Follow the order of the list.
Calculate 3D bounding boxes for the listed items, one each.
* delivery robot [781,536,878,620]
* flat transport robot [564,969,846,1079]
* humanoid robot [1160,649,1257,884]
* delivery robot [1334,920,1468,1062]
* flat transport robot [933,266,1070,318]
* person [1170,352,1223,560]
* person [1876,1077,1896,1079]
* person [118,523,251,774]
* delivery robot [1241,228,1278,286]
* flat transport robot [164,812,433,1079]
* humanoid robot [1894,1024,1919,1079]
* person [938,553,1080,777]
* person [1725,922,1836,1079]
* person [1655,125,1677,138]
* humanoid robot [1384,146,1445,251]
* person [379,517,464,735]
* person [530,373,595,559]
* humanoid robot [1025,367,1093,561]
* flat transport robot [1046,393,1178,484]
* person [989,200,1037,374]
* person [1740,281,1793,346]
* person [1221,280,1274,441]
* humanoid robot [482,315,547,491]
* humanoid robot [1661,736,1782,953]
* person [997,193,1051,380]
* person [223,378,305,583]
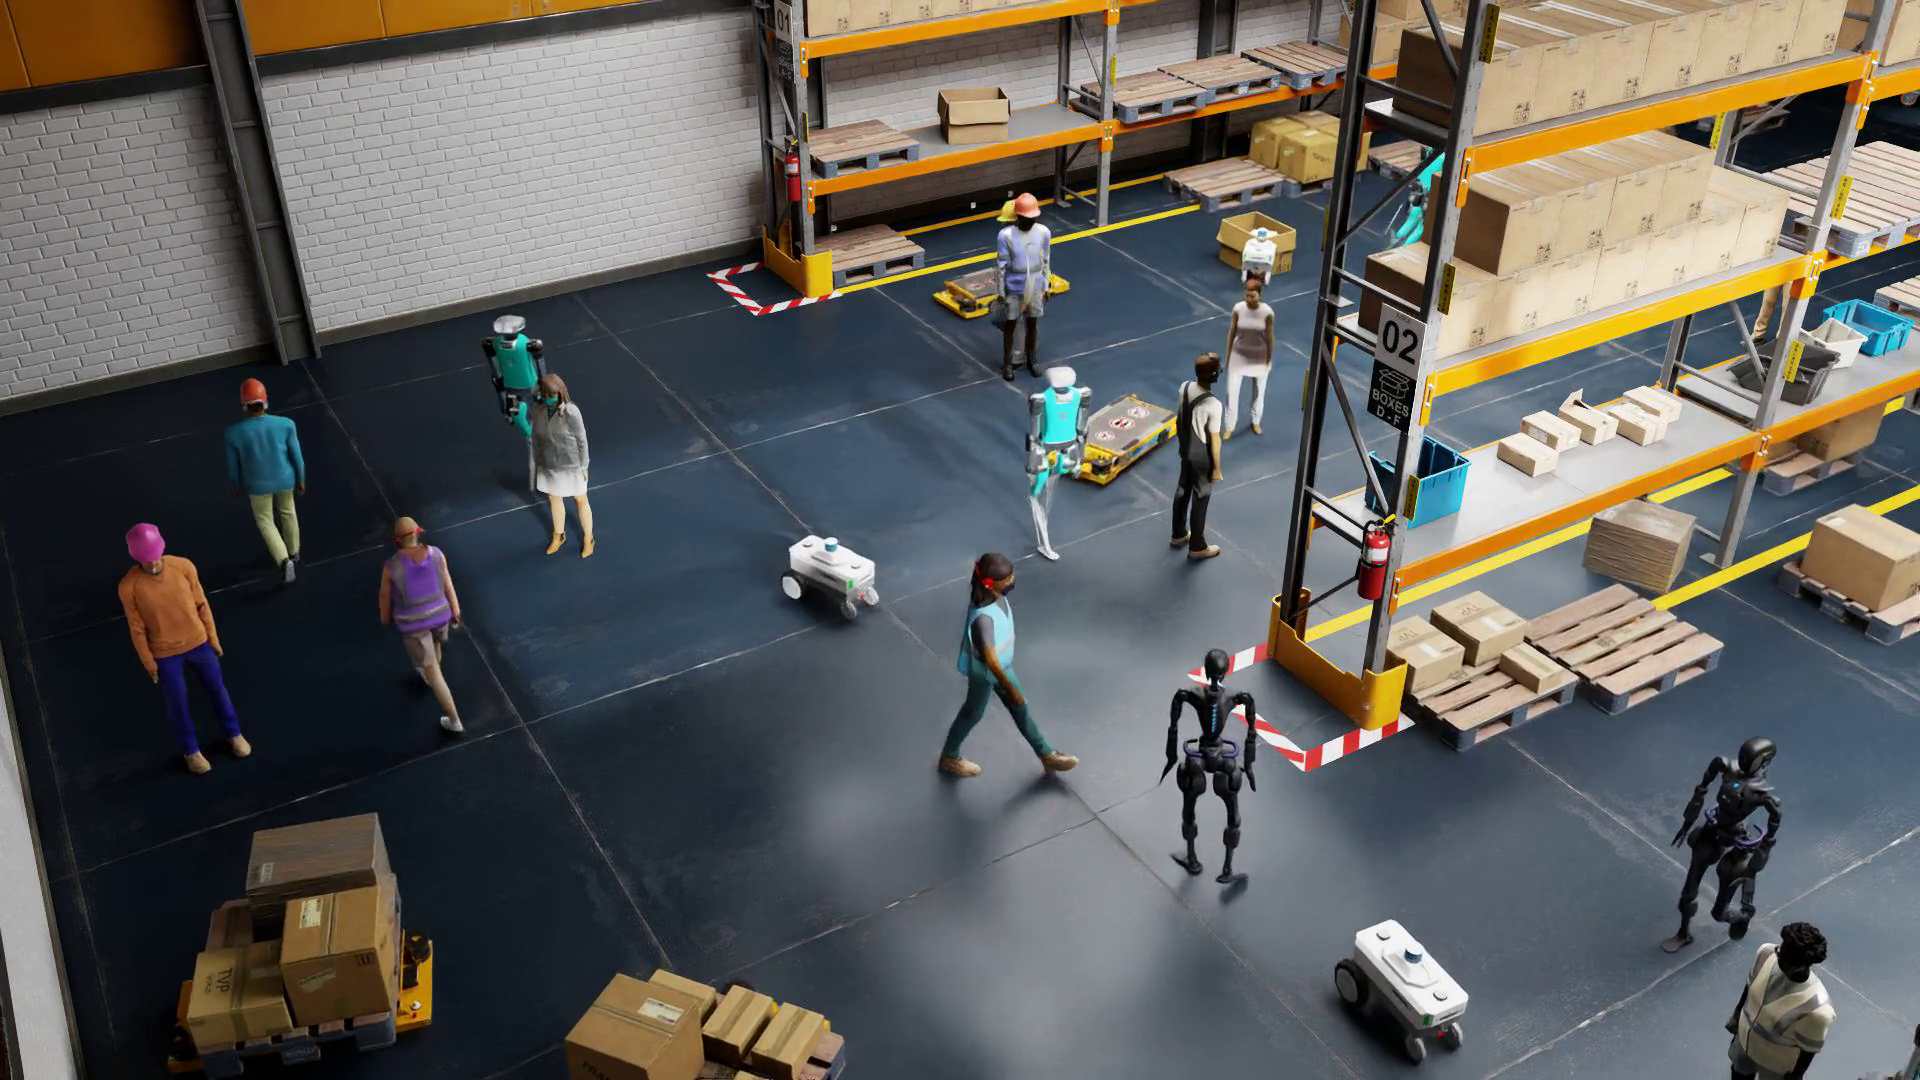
[{"bbox_3d":[-1.055,0.257,13.423,0.790,0.614,0.499,23,39,32],"label":"delivery robot"},{"bbox_3d":[-1.332,3.068,9.191,0.659,0.231,1.431,13,34,20],"label":"flat transport robot"},{"bbox_3d":[1.576,1.451,10.452,0.609,1.646,0.474,3,32,4],"label":"humanoid robot"},{"bbox_3d":[2.593,2.580,9.713,0.499,0.608,0.786,-14,35,-21],"label":"delivery robot"},{"bbox_3d":[0.464,-2.818,18.578,1.431,0.231,0.659,-20,37,-29],"label":"flat transport robot"},{"bbox_3d":[1.977,-0.699,13.716,0.333,1.843,0.515,-17,36,-25],"label":"person"},{"bbox_3d":[4.062,3.130,7.612,0.982,1.846,0.538,19,37,27],"label":"person"},{"bbox_3d":[-5.325,0.724,11.332,0.517,1.971,0.404,-24,39,-33],"label":"person"},{"bbox_3d":[3.439,-3.286,19.038,0.499,0.577,0.769,8,33,13],"label":"delivery robot"},{"bbox_3d":[-3.856,2.696,9.784,1.431,0.231,0.659,-8,33,-12],"label":"flat transport robot"},{"bbox_3d":[4.494,3.044,7.879,0.831,1.802,0.530,-24,39,-33],"label":"humanoid robot"},{"bbox_3d":[0.309,0.896,11.205,1.023,1.805,0.501,10,33,16],"label":"person"},{"bbox_3d":[4.170,2.612,8.580,0.319,1.691,0.535,-7,33,-11],"label":"person"},{"bbox_3d":[9.004,-5.348,21.175,0.984,1.784,0.589,11,34,16],"label":"person"},{"bbox_3d":[5.013,-3.577,18.426,0.699,1.806,0.543,-13,34,-20],"label":"humanoid robot"},{"bbox_3d":[-3.869,0.552,11.907,0.482,1.638,0.916,-27,41,-36],"label":"person"},{"bbox_3d":[-3.294,-0.608,13.740,0.484,1.661,0.339,7,33,11],"label":"person"},{"bbox_3d":[0.716,-0.757,13.942,0.538,1.773,0.912,-9,33,-14],"label":"humanoid robot"},{"bbox_3d":[1.477,-0.967,15.626,0.659,0.231,1.431,22,38,31],"label":"flat transport robot"},{"bbox_3d":[0.540,-2.530,16.655,0.431,1.818,0.615,-18,36,-26],"label":"person"},{"bbox_3d":[8.490,-2.755,17.076,0.319,1.755,0.562,-20,37,-28],"label":"person"},{"bbox_3d":[2.690,-1.681,15.483,0.436,1.626,0.559,9,33,14],"label":"person"},{"bbox_3d":[-3.742,-1.202,14.685,0.554,1.856,0.748,6,33,9],"label":"humanoid robot"},{"bbox_3d":[4.606,1.791,9.908,0.573,1.636,0.594,-16,36,-24],"label":"humanoid robot"},{"bbox_3d":[0.637,-2.511,16.518,0.551,1.937,0.357,-7,33,-11],"label":"person"},{"bbox_3d":[-5.588,-0.486,13.483,0.567,1.727,0.685,-19,37,-27],"label":"person"}]
